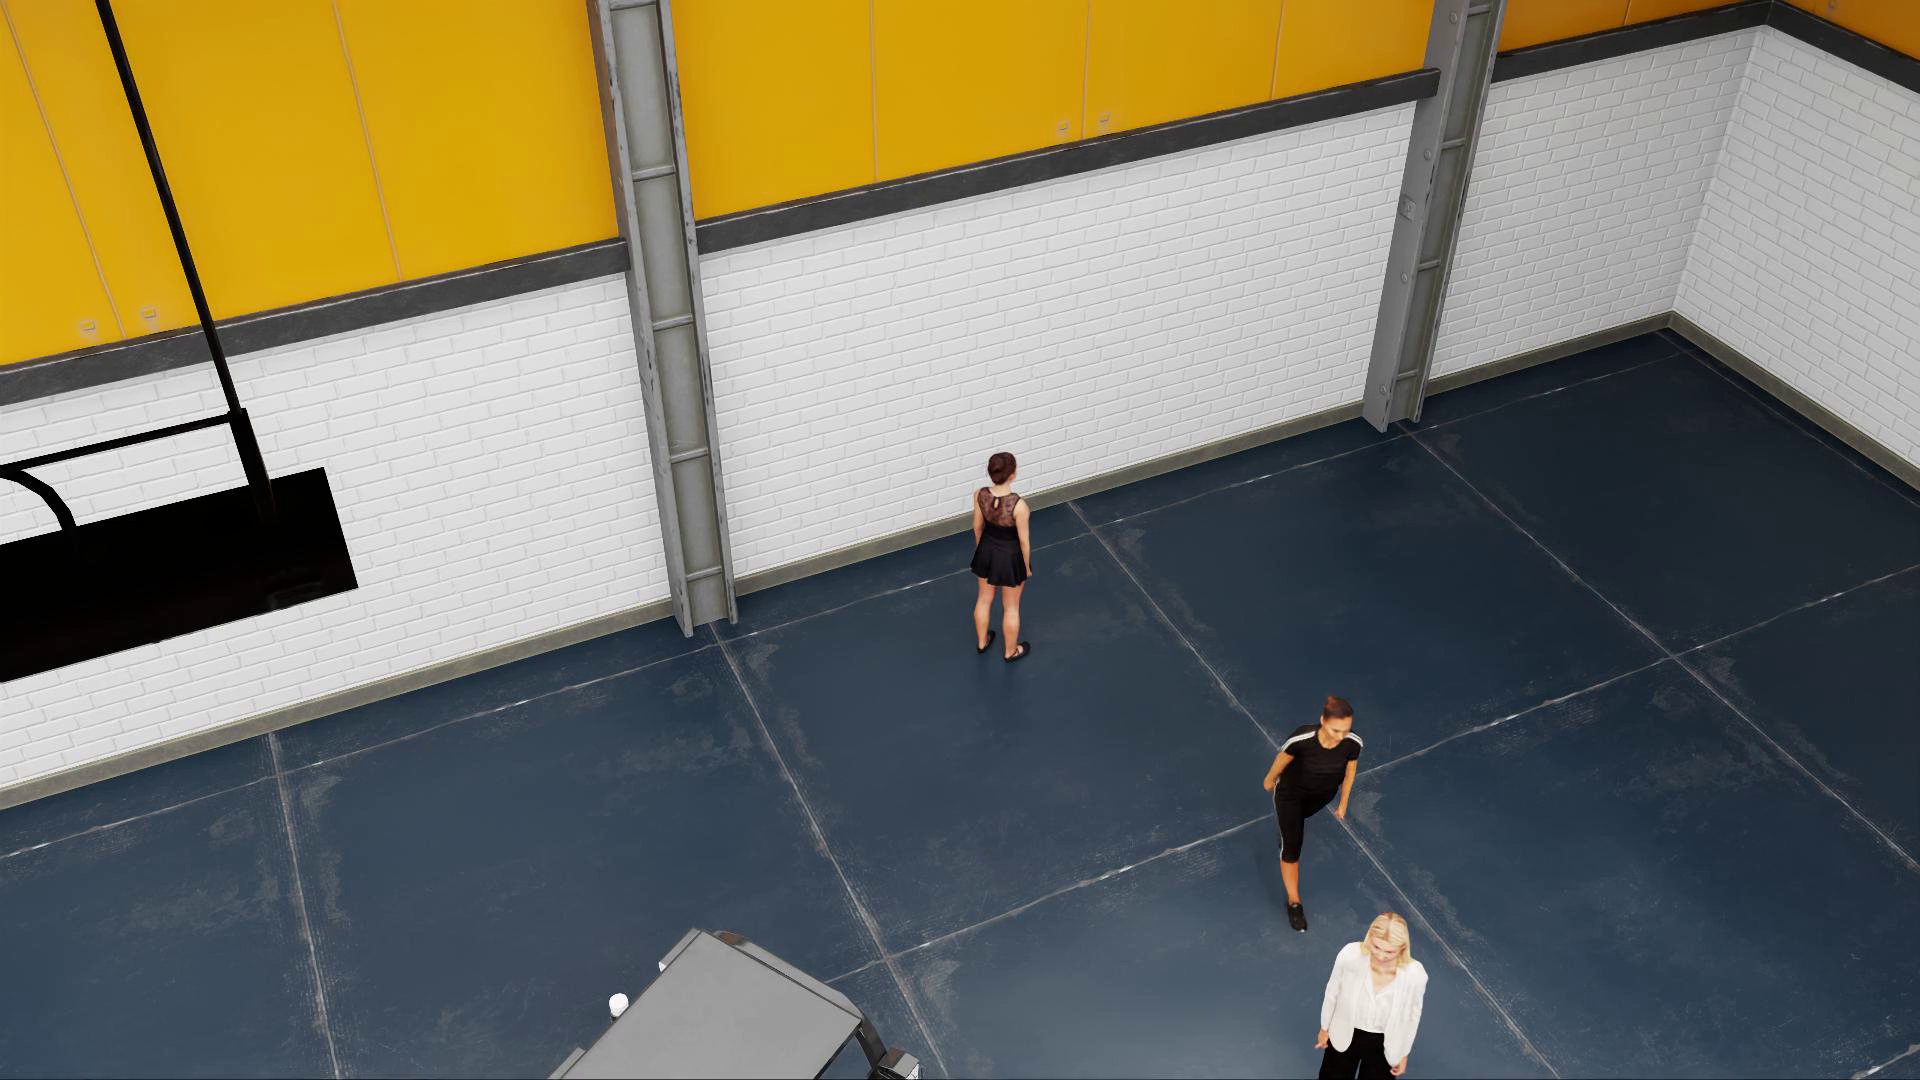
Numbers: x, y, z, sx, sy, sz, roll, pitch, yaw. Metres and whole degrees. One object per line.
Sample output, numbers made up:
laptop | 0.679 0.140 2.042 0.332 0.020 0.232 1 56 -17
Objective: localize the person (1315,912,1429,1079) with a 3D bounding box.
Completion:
person | 1.979 2.439 8.117 0.667 1.860 0.732 12 40 14

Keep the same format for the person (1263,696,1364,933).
person | 1.991 1.389 9.635 1.145 1.606 0.964 0 39 -1

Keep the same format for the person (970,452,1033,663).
person | 0.270 0.109 11.182 0.680 1.677 0.719 20 43 24
